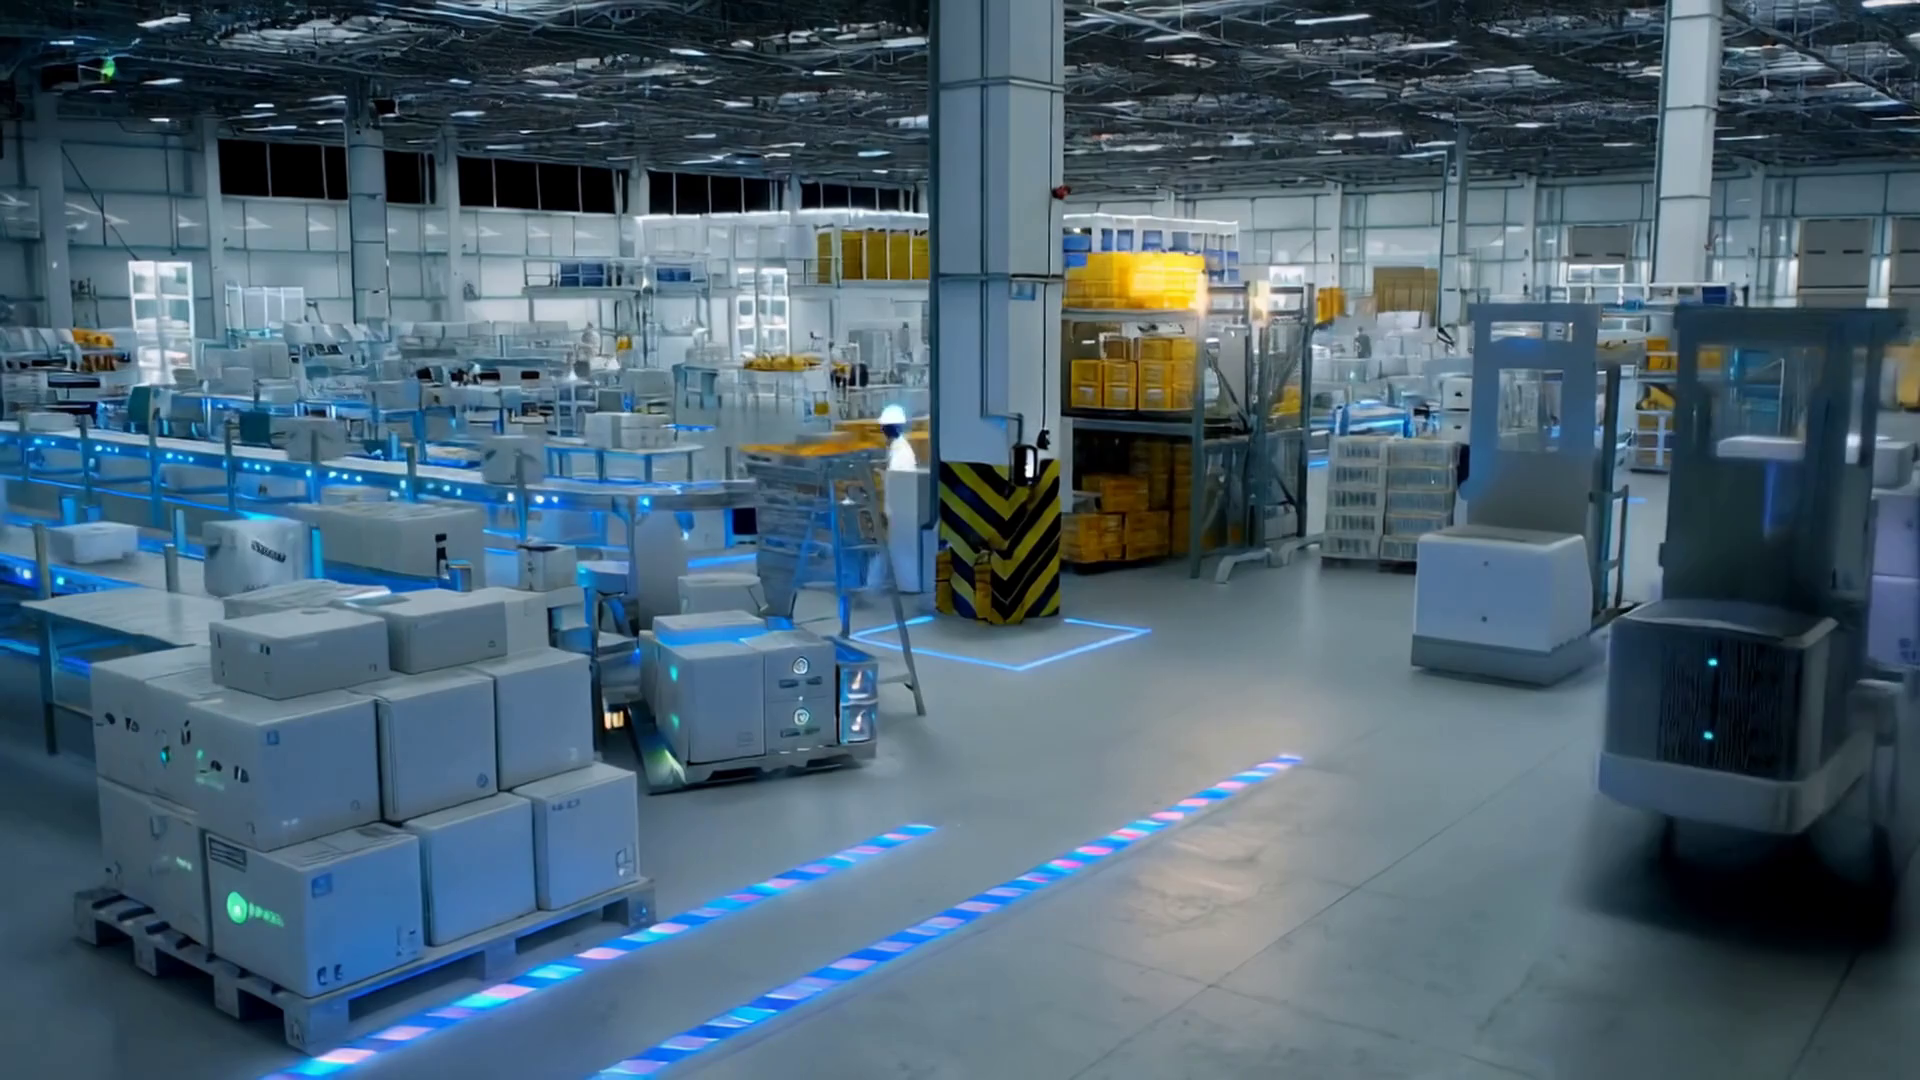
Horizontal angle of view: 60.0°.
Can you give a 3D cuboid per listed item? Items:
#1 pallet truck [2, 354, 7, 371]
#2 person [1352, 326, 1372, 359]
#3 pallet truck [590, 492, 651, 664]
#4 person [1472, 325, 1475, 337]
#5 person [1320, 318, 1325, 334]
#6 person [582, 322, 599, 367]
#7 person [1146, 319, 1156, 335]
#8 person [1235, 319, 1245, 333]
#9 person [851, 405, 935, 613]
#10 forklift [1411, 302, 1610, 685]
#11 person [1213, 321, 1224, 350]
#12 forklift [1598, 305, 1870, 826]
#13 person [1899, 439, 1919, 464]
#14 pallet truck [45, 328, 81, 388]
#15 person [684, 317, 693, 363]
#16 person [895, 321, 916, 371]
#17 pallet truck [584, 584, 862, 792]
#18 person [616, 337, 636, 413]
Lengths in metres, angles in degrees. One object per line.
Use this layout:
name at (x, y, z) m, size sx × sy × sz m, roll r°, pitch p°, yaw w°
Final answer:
pallet truck at (-24.881, -4.417, 42.634) m, size 1.885 × 1.965 × 0.823 m, roll 8°, pitch 11°, yaw 41°
person at (12.112, -5.515, 50.286) m, size 0.660 × 1.921 × 0.545 m, roll -4°, pitch 9°, yaw -26°
pallet truck at (-3.115, 0.344, 12.883) m, size 0.653 × 1.274 × 1.630 m, roll 7°, pitch 11°, yaw 37°
person at (25.049, -9.937, 80.113) m, size 0.999 × 1.927 × 0.706 m, roll 0°, pitch 8°, yaw -1°
person at (18.243, -10.305, 83.458) m, size 0.850 × 1.653 × 0.552 m, roll 3°, pitch 9°, yaw 20°
person at (-13.341, -6.909, 59.936) m, size 0.581 × 1.859 × 0.841 m, roll 1°, pitch 9°, yaw 9°
person at (7.003, -7.218, 61.407) m, size 0.517 × 2.026 × 0.637 m, roll -1°, pitch 8°, yaw -5°
person at (13.316, -9.799, 79.487) m, size 0.635 × 1.829 × 0.431 m, roll 0°, pitch 8°, yaw -2°
person at (-0.534, -0.251, 15.034) m, size 0.945 × 1.922 × 0.626 m, roll -1°, pitch 9°, yaw -8°
forklift at (4.379, -0.438, 12.852) m, size 1.129 × 2.768 × 1.873 m, roll 7°, pitch 11°, yaw 37°
person at (7.850, -5.690, 51.071) m, size 0.538 × 2.000 × 0.684 m, roll 6°, pitch 11°, yaw 36°
forklift at (4.575, 0.040, 9.630) m, size 1.129 × 2.768 × 1.873 m, roll 7°, pitch 11°, yaw 37°
person at (7.888, -0.005, 13.922) m, size 0.553 × 1.684 × 0.396 m, roll 8°, pitch 11°, yaw 42°
pallet truck at (-23.775, -4.544, 43.495) m, size 1.885 × 1.965 × 0.823 m, roll 6°, pitch 10°, yaw 35°
person at (-11.225, -8.255, 68.753) m, size 0.384 × 1.922 × 0.593 m, roll 0°, pitch 8°, yaw -3°
person at (-2.066, -7.212, 61.867) m, size 0.989 × 1.891 × 0.563 m, roll 4°, pitch 9°, yaw 26°
pallet truck at (-1.426, 0.805, 10.019) m, size 1.601 × 1.201 × 0.680 m, roll -4°, pitch 9°, yaw -26°
person at (-7.848, -3.843, 39.194) m, size 0.518 × 1.874 × 0.329 m, roll 2°, pitch 9°, yaw 11°
